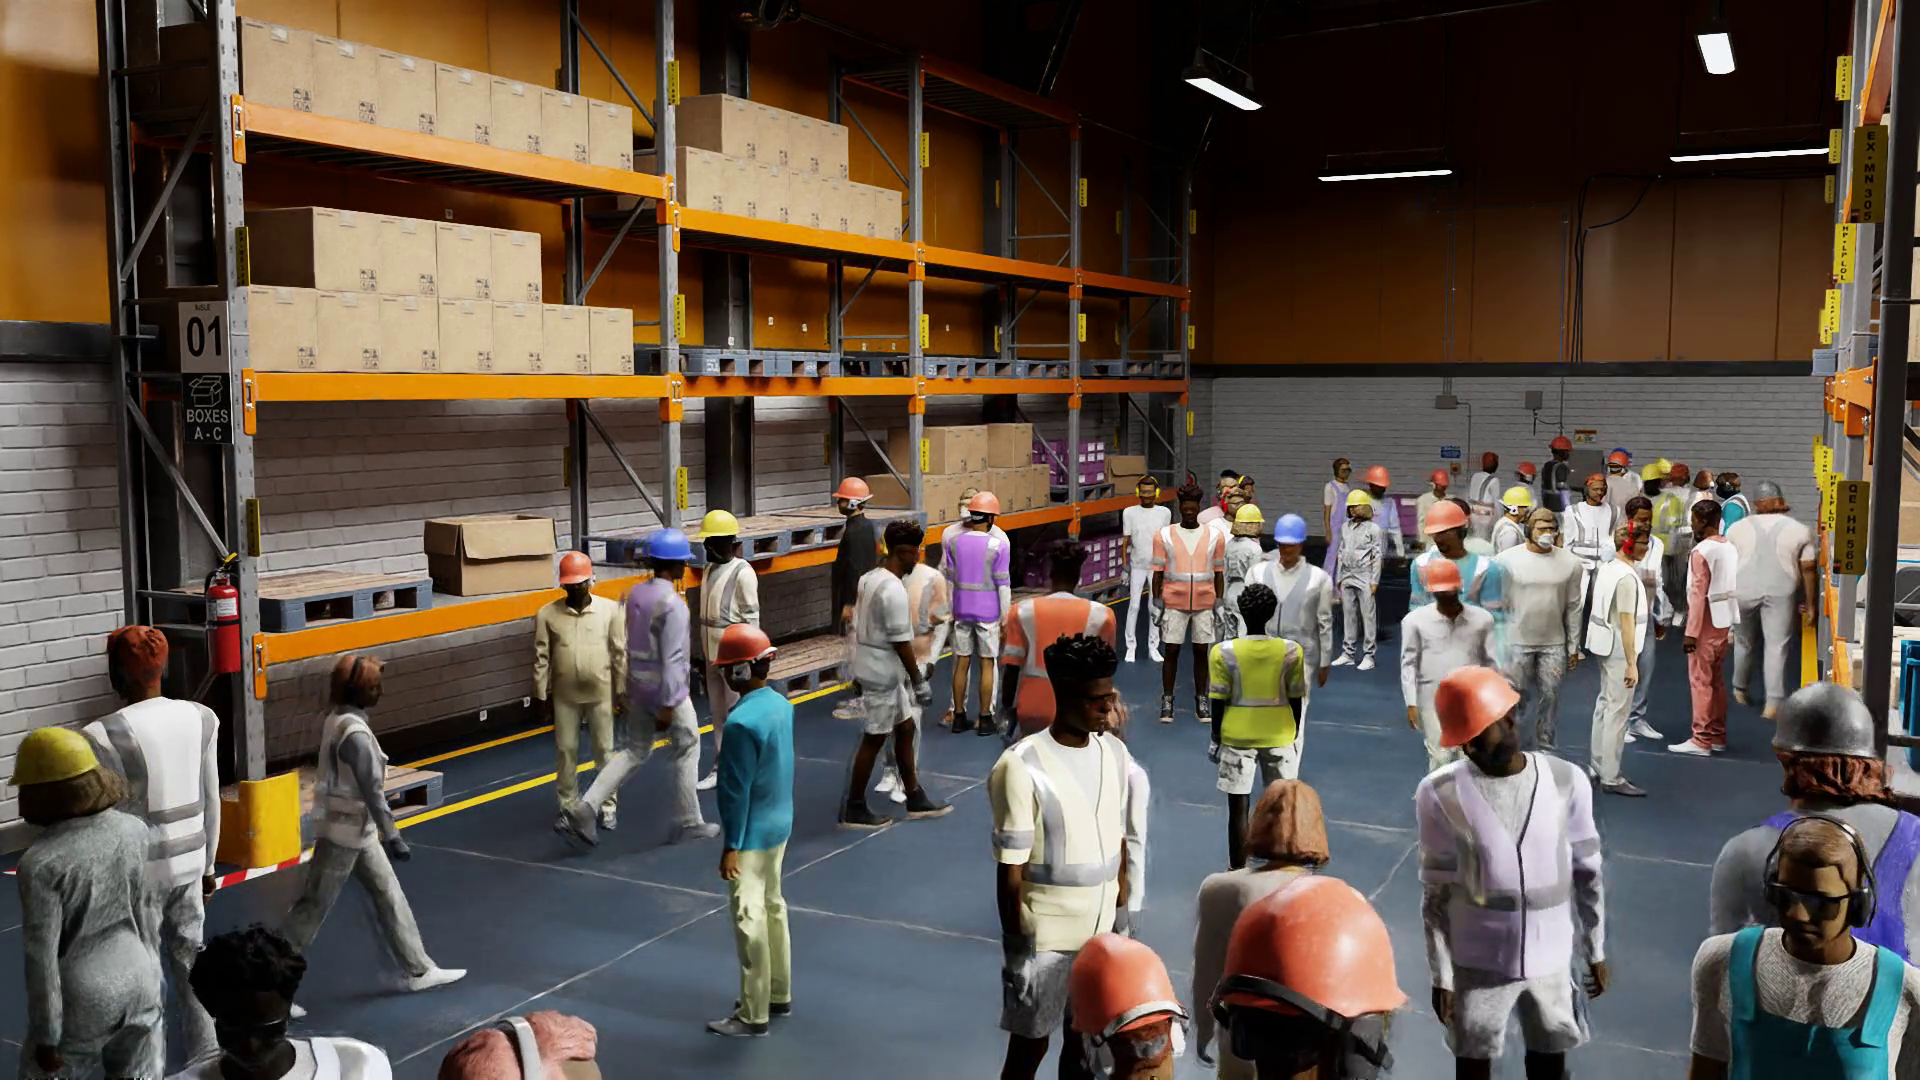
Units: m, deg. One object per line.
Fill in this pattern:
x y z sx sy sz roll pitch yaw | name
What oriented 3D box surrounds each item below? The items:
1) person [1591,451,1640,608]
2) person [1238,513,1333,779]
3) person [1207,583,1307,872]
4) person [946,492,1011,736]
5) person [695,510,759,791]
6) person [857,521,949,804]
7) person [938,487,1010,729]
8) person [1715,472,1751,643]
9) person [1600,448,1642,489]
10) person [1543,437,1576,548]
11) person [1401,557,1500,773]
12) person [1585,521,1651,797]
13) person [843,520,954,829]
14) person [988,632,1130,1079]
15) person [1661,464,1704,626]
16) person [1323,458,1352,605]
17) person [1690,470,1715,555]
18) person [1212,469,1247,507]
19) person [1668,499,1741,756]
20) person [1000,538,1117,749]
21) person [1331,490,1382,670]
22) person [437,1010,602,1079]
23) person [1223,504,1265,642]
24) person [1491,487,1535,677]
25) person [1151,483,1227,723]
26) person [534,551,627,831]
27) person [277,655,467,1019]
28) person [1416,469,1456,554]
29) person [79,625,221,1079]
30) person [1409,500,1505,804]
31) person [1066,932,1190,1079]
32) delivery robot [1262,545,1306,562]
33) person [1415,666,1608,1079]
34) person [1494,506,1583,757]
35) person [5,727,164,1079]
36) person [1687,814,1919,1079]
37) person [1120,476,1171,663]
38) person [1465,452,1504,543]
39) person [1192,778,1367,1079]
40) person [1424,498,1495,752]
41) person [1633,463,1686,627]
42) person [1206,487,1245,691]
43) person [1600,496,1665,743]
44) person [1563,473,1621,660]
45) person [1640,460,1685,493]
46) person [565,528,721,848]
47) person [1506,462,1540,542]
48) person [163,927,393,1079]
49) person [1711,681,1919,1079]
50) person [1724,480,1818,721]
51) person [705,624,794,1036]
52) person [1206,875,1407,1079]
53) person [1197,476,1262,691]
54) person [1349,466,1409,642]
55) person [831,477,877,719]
7.677 -0.048 19.506 0.618 1.986 0.408 5 7 43 | person
2.204 0.761 11.191 0.608 1.915 0.906 3 6 27 | person
1.588 1.076 8.918 0.533 1.697 0.322 0 5 -2 | person
0.157 0.580 13.076 0.549 1.924 0.386 3 6 26 | person
-1.580 0.758 11.124 0.370 1.925 0.595 -4 7 -39 | person
-0.375 0.797 11.022 0.605 1.864 0.700 1 5 12 | person
0.095 0.546 13.350 0.631 1.940 0.372 3 6 30 | person
8.229 0.188 17.808 0.429 1.831 0.630 3 6 27 | person
8.791 -0.266 22.198 0.627 1.902 0.929 2 6 22 | person
8.425 -0.435 23.422 0.405 2.033 0.654 0 5 -5 | person
2.968 0.958 10.095 0.583 1.722 0.515 1 5 7 | person
4.434 0.790 11.231 0.374 1.840 0.571 1 5 7 | person
-0.361 0.838 10.300 0.816 1.924 0.618 -1 5 -9 | person
0.349 1.269 5.489 0.608 1.959 0.377 -5 7 -42 | person
8.303 0.044 19.208 0.573 1.844 0.907 5 7 42 | person
4.768 -0.113 20.934 0.516 1.844 0.329 -5 7 -42 | person
9.784 -0.101 21.918 0.278 1.636 0.501 5 7 44 | person
3.528 -0.095 21.702 0.539 1.667 0.803 -1 5 -14 | person
5.598 0.649 12.416 0.398 1.909 0.599 5 7 44 | person
0.550 0.948 9.159 0.614 1.907 0.943 1 5 11 | person
3.854 0.382 16.145 0.295 1.743 0.493 -4 7 -38 | person
-0.597 1.590 2.295 0.649 1.904 0.401 4 7 37 | person
2.438 0.563 14.206 0.324 1.742 0.492 -3 6 -29 | person
5.095 0.418 15.367 0.404 1.824 0.586 1 5 14 | person
1.864 0.512 13.560 0.618 1.963 0.361 0 5 0 | person
-2.337 0.930 10.272 0.571 1.741 0.352 -1 5 -8 | person
-2.694 1.286 7.289 0.926 1.584 0.506 -2 6 -22 | person
5.863 -0.001 20.356 0.560 1.725 0.656 0 5 -4 | person
-2.986 1.247 6.171 0.352 1.878 0.567 2 6 23 | person
3.246 0.746 10.841 0.648 2.016 0.563 4 7 35 | person
0.354 1.611 3.056 0.654 1.716 0.636 2 6 19 | person
4.421 0.296 22.899 0.477 0.478 0.707 -3 6 -33 | delivery robot
1.818 1.329 5.272 0.737 1.892 0.391 0 5 2 | person
3.970 0.727 11.480 0.635 1.932 0.364 0 5 2 | person
-2.667 1.419 5.119 0.417 1.721 0.510 2 6 24 | person
1.839 1.496 3.632 0.517 1.842 0.326 4 6 34 | person
1.852 0.290 16.494 0.523 1.865 0.317 0 5 -5 | person
7.143 -0.259 22.462 0.849 1.849 0.577 -1 5 -15 | person
0.942 1.492 4.891 0.527 1.605 0.663 1 6 16 | person
3.756 0.641 12.515 0.582 1.911 0.394 -2 6 -21 | person
7.838 0.076 18.677 0.829 1.902 0.590 -4 7 -39 | person
2.393 0.447 14.894 0.563 1.847 0.389 -5 7 -41 | person
5.190 0.608 12.879 0.599 1.905 0.391 -3 6 -26 | person
6.321 0.270 16.646 0.576 1.880 0.351 0 5 1 | person
9.070 -0.140 21.504 0.605 1.783 0.903 2 6 25 | person
-1.861 0.890 9.812 0.879 1.918 0.618 -5 7 -43 | person
7.456 -0.154 22.032 0.510 1.733 0.573 -2 6 -24 | person
-1.409 1.595 3.420 0.557 1.675 0.389 -2 6 -24 | person
2.273 1.328 4.391 0.681 2.000 1.066 0 5 3 | person
6.751 0.445 13.886 0.739 2.000 1.087 3 6 31 | person
-0.901 1.224 7.119 0.351 1.738 0.573 1 5 13 | person
0.503 1.513 2.470 0.407 2.032 0.617 -3 6 -29 | person
2.410 0.392 15.000 0.631 1.940 0.369 -1 5 -7 | person
4.495 0.151 17.904 0.553 1.879 0.971 -2 6 -25 | person
-0.872 0.476 13.788 0.375 1.997 0.612 0 5 4 | person
